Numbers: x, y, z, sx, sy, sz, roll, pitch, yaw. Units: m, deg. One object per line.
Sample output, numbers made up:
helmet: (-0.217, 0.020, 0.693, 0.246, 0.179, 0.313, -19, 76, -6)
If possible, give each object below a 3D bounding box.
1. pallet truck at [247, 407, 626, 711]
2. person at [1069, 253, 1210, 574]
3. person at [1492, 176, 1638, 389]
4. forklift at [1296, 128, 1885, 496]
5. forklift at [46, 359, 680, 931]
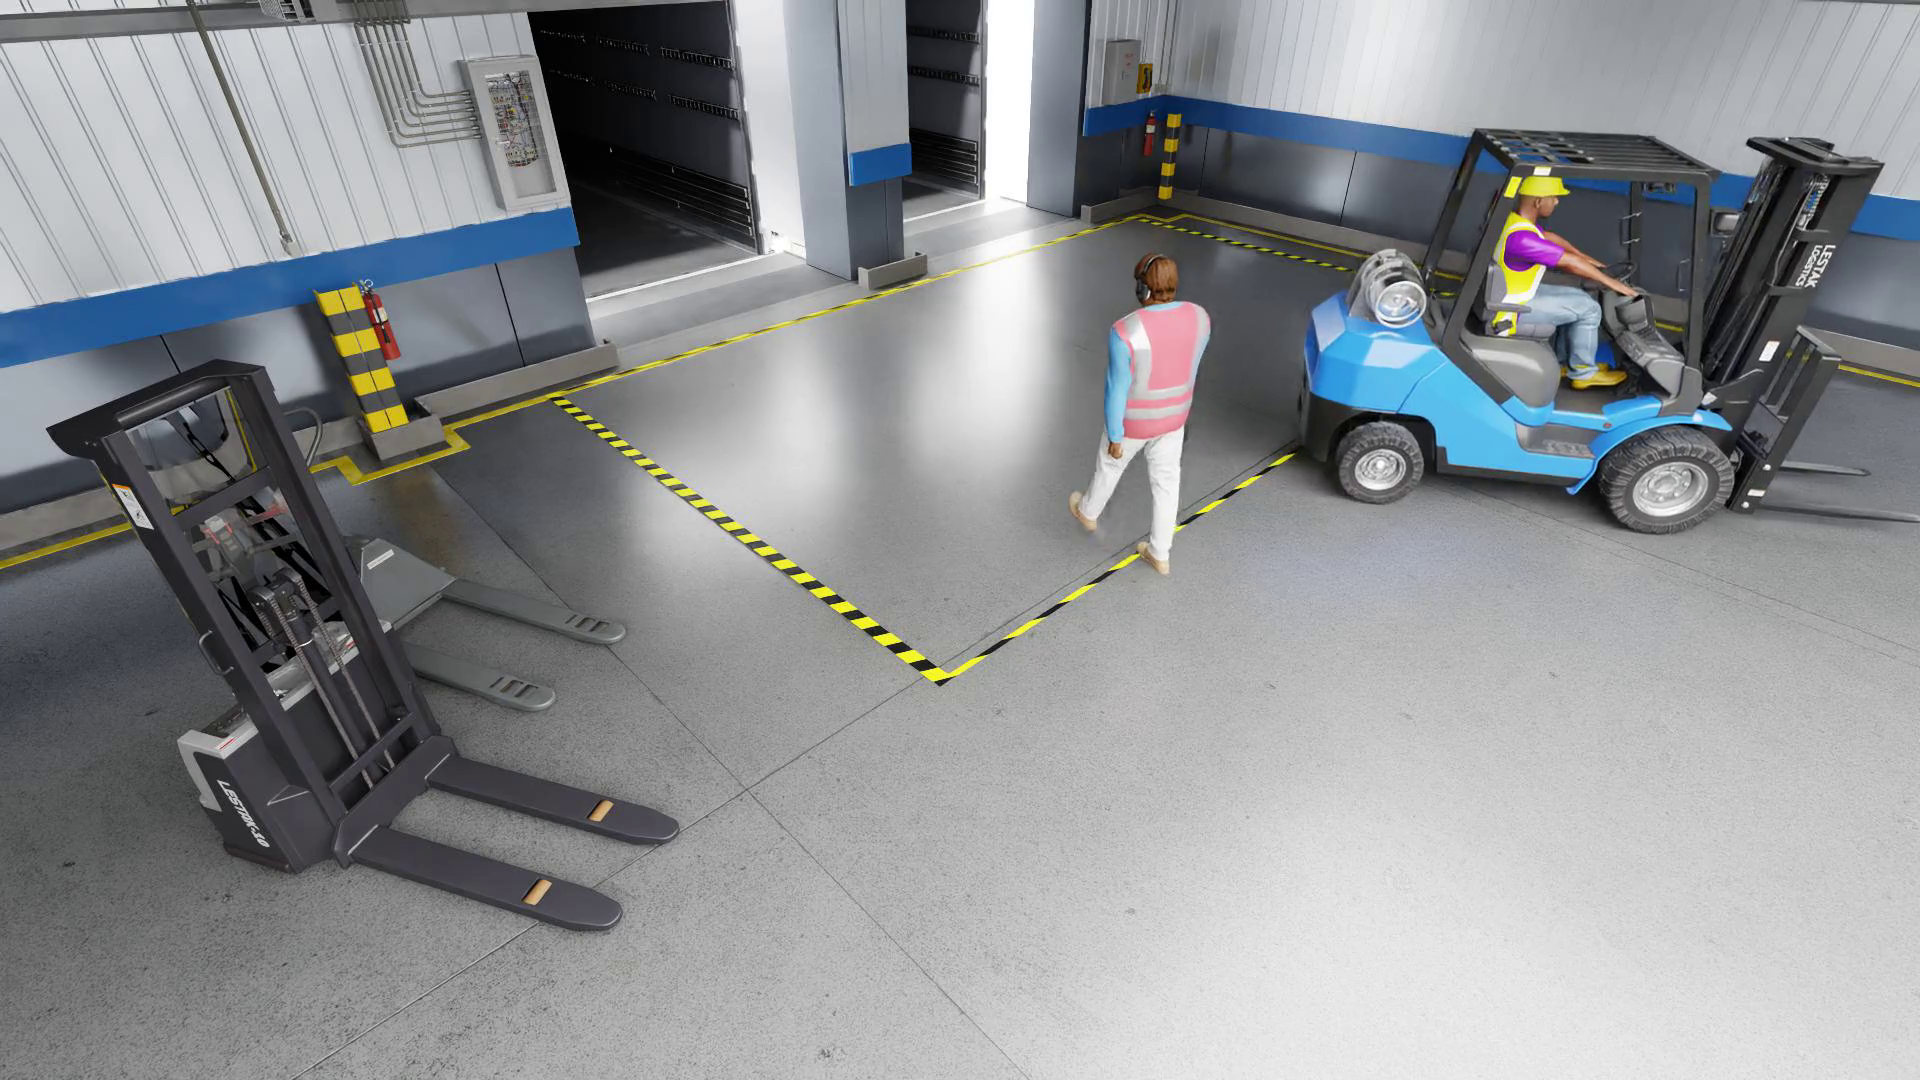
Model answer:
pallet truck: (-2.628, 0.038, 4.590, 1.601, 1.201, 0.680, 12, 36, 18)
person: (1.015, -0.744, 5.237, 0.633, 1.811, 0.845, -11, 36, -16)
person: (3.759, -1.590, 5.663, 1.004, 1.294, 0.635, 8, 35, 11)
forklift: (3.703, -1.447, 5.786, 2.680, 2.036, 1.157, 8, 35, 11)
forklift: (-2.135, 0.422, 3.354, 1.885, 1.965, 0.823, 10, 35, 14)
